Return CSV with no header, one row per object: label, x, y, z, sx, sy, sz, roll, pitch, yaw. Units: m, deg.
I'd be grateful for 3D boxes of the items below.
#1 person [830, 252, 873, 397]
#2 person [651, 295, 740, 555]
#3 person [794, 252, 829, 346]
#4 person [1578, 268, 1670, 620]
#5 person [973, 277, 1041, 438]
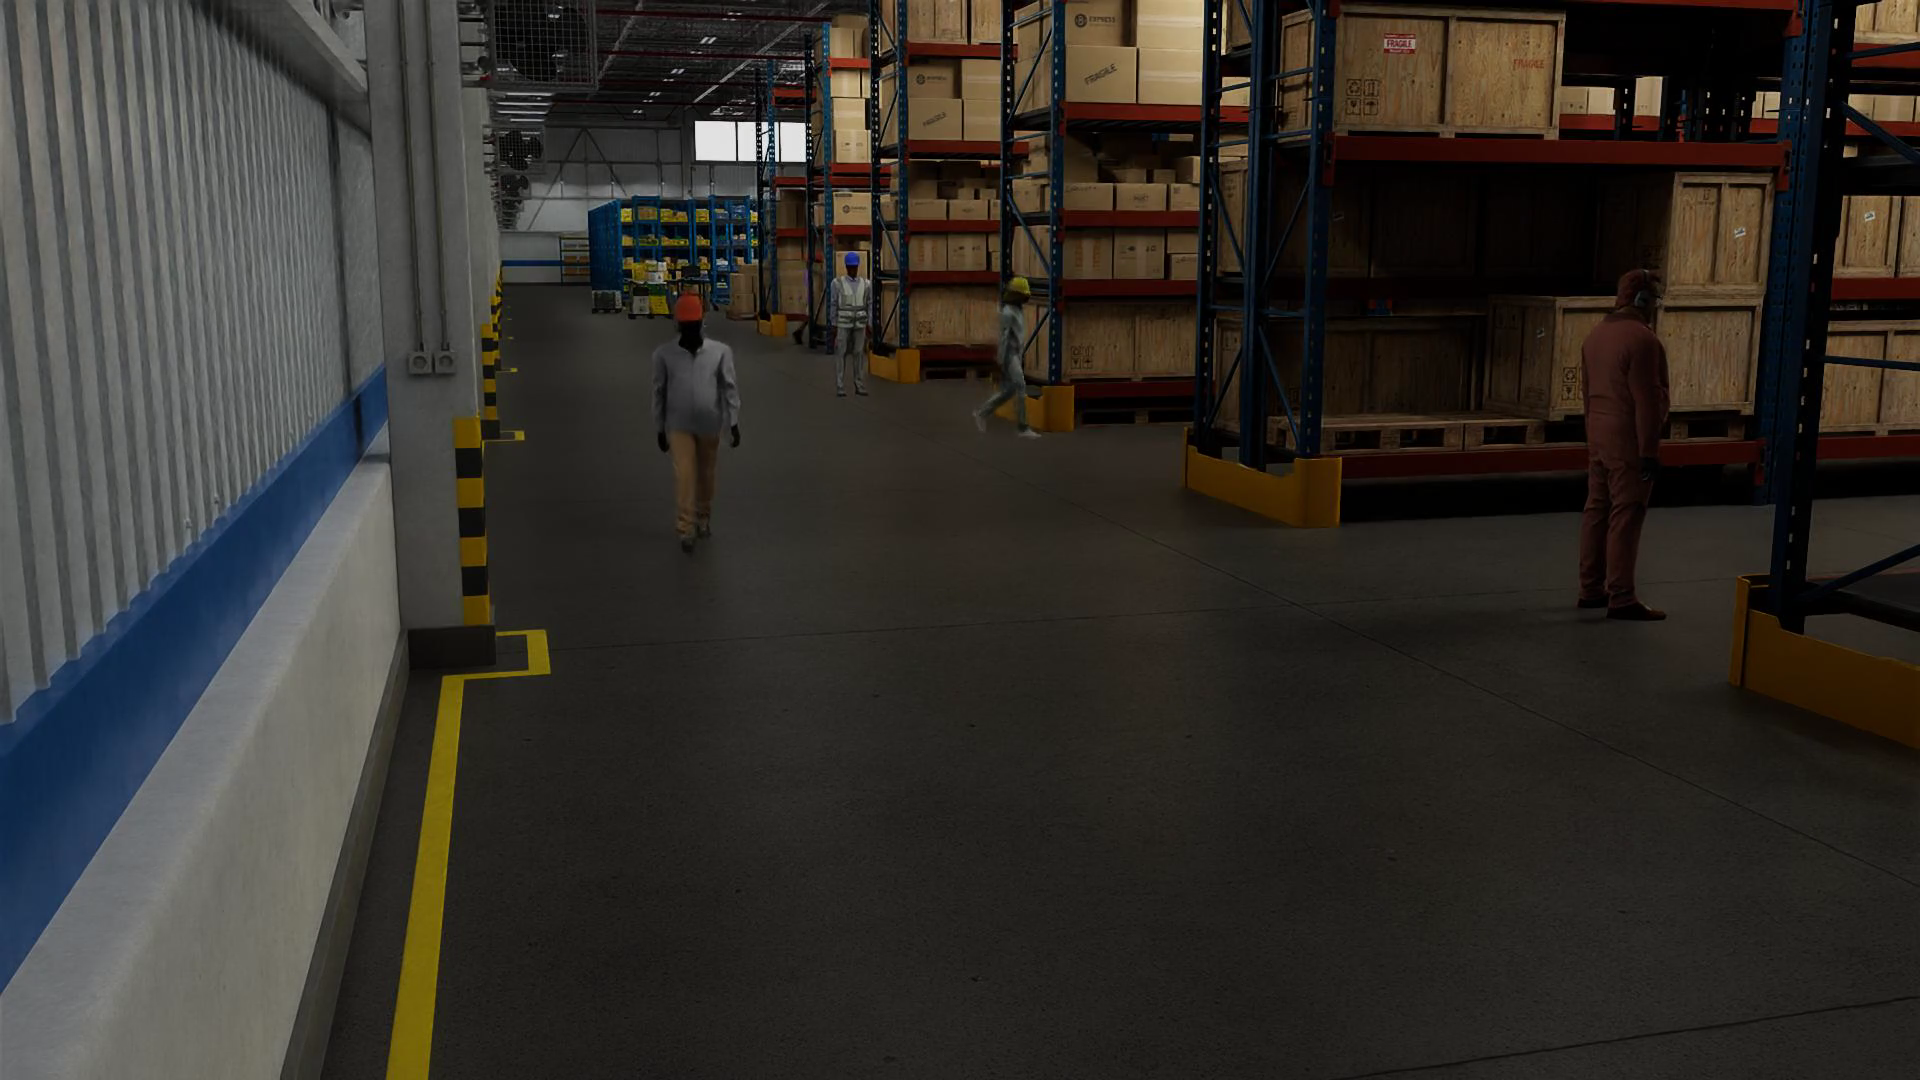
person,-1.470,-2.918,22.533,0.602,1.949,0.389,-4,11,-23
person,-1.788,-0.801,11.245,0.568,1.707,0.910,-3,10,-14
person,-2.993,-4.873,33.734,0.591,1.905,0.806,8,13,39
person,3.649,-0.522,9.096,0.410,1.905,0.641,-1,10,-8
person,0.499,-1.941,17.663,0.762,1.711,0.494,4,11,23
